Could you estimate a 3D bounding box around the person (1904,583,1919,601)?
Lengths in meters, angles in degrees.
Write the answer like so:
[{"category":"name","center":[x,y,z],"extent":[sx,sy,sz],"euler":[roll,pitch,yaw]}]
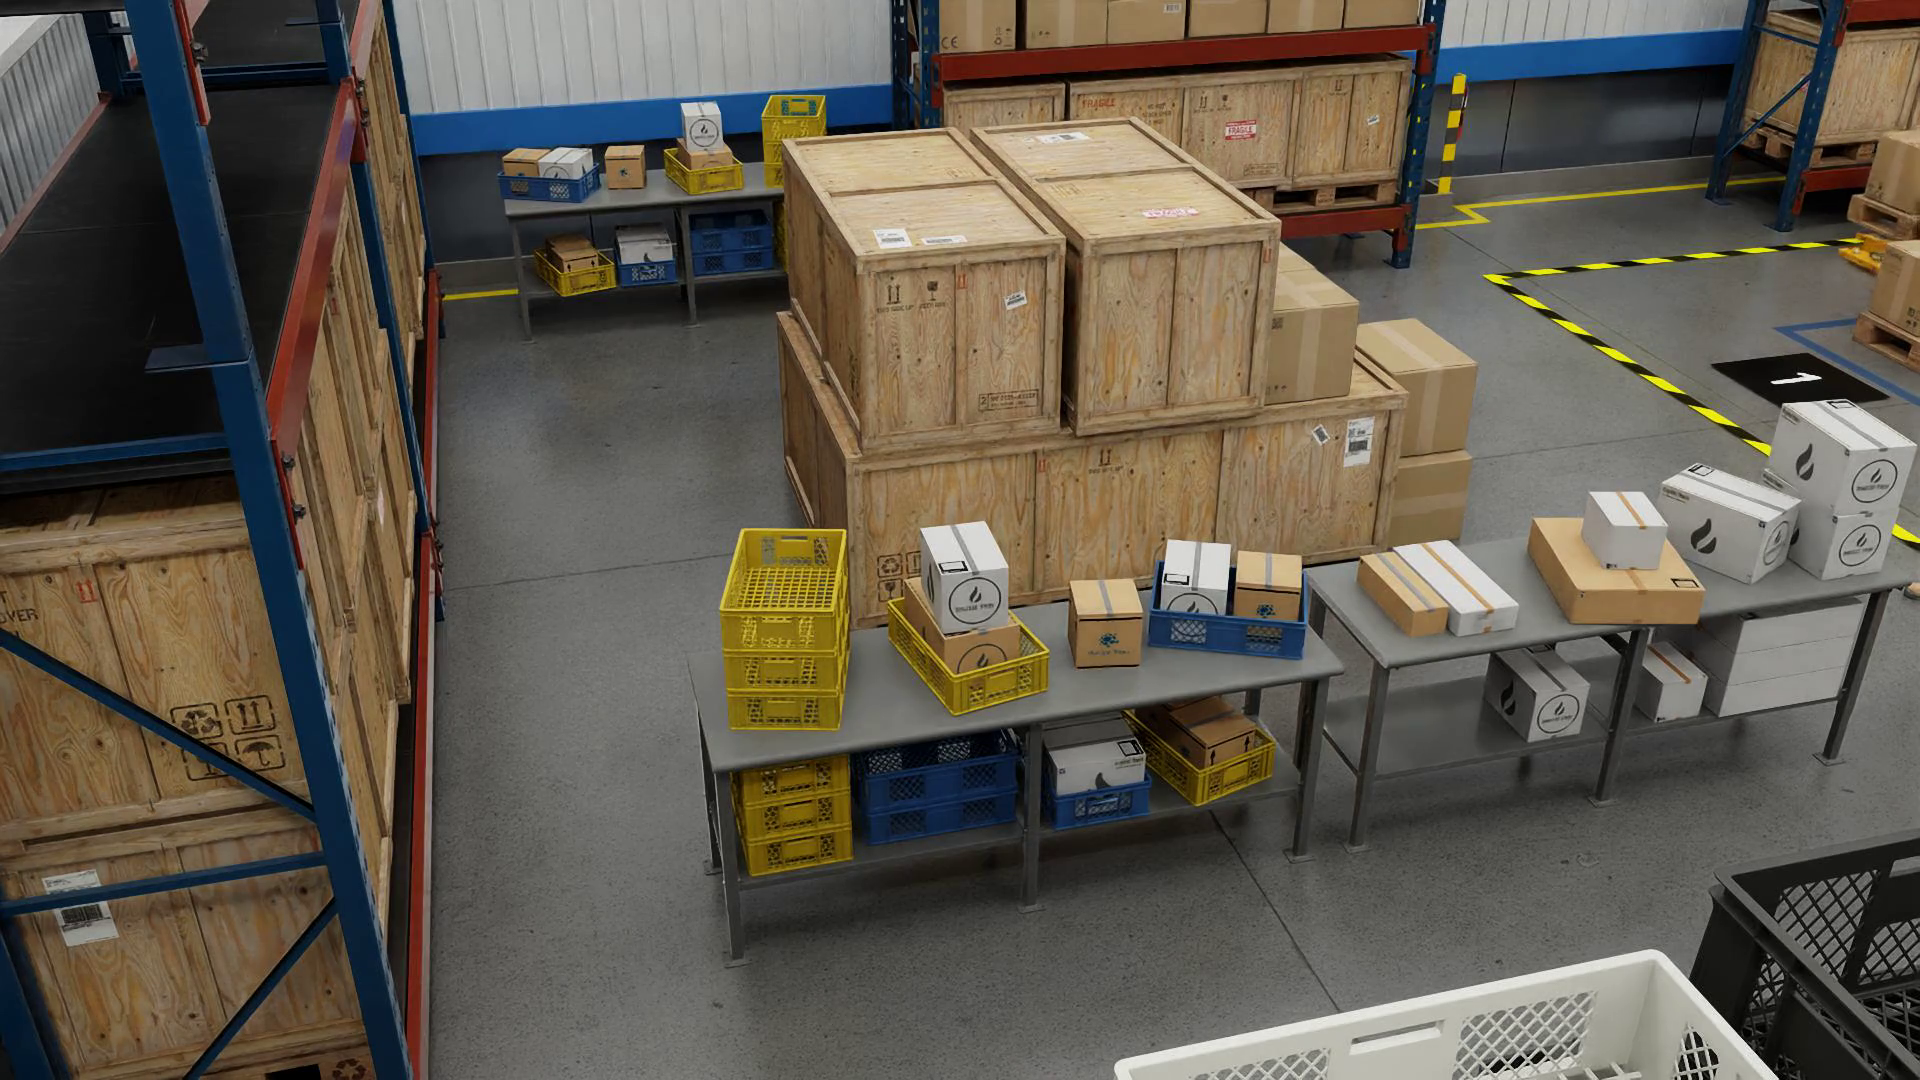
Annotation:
[{"category":"person","center":[5.174,-0.496,8.182],"extent":[0.371,2.040,0.614],"euler":[0,29,-1]}]
